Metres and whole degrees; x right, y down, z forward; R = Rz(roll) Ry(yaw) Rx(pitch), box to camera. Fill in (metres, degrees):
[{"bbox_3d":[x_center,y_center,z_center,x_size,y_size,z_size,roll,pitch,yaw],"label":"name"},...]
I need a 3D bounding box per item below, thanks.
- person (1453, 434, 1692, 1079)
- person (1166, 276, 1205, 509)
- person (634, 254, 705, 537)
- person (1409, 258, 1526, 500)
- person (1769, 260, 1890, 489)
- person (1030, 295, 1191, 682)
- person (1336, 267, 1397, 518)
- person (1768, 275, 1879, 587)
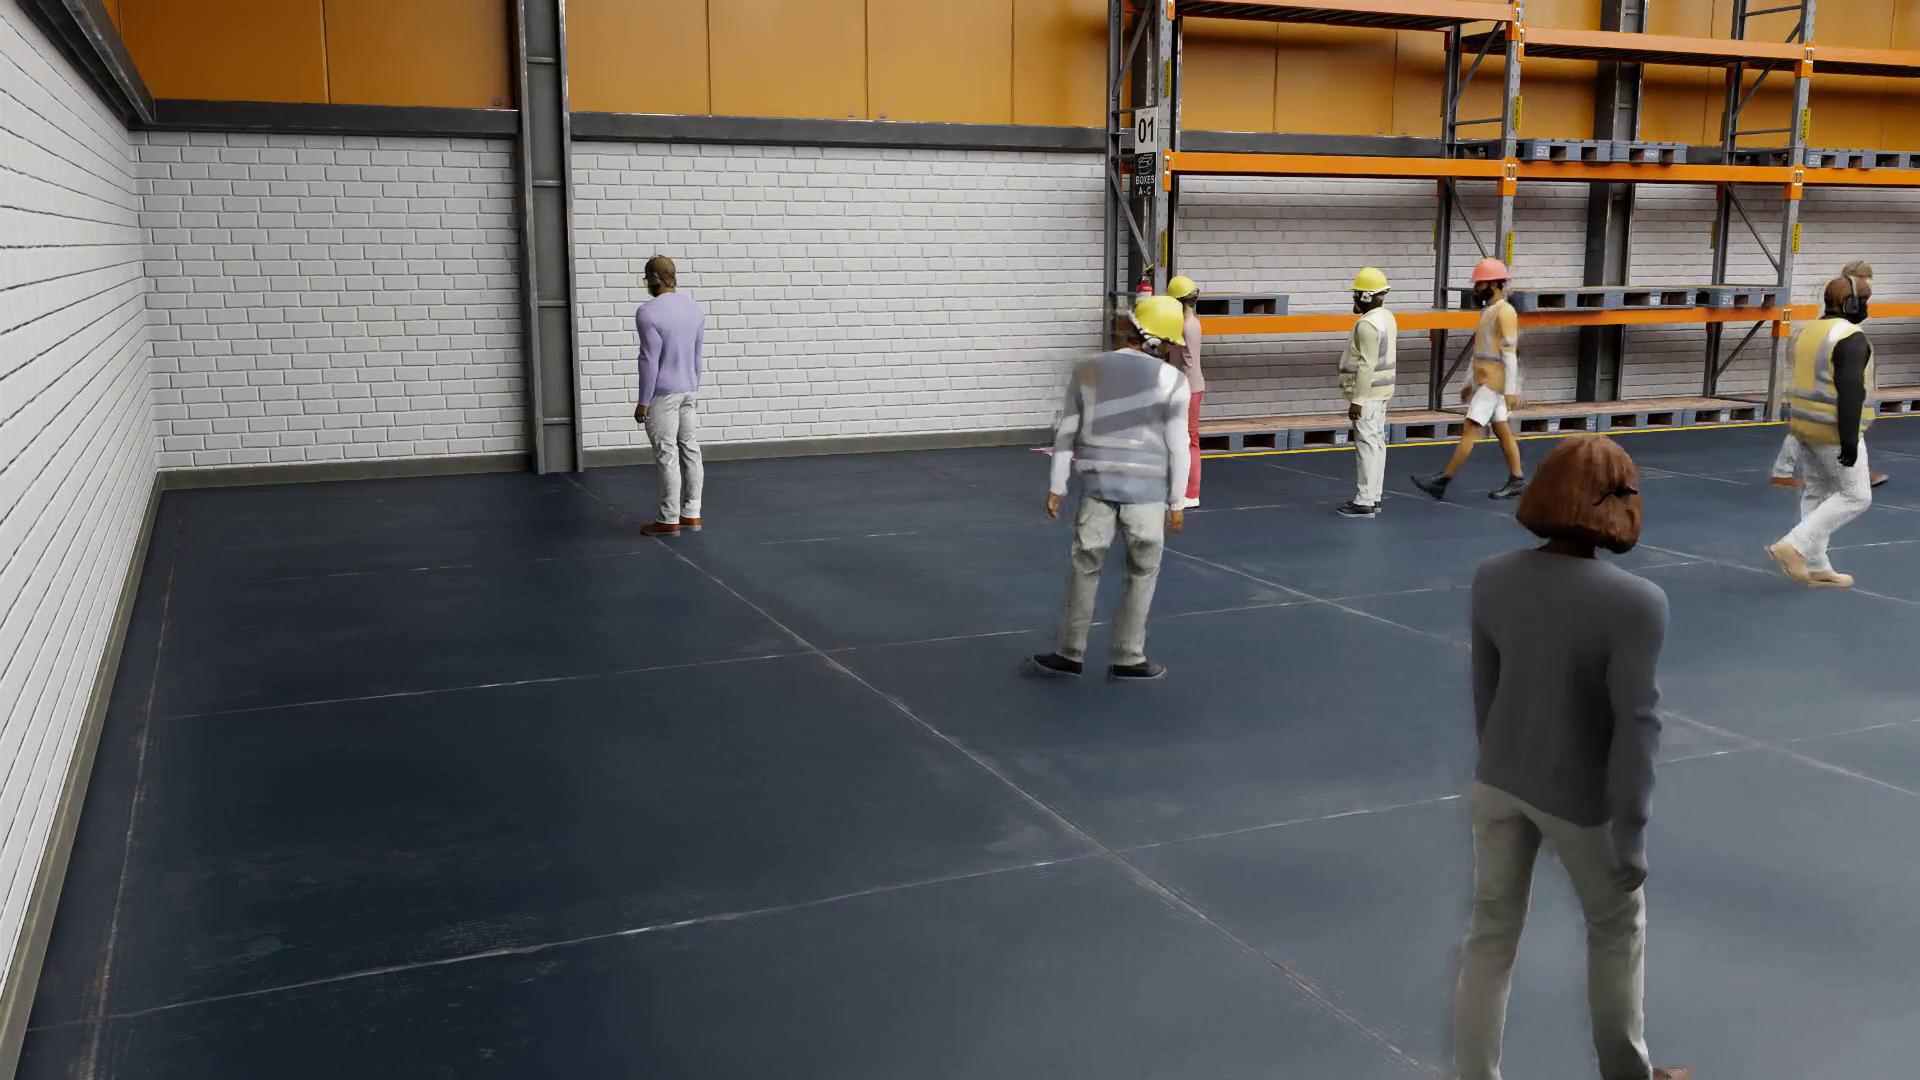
[{"bbox_3d":[1.397,0.560,3.719,0.740,1.600,0.527,-7,12,-33],"label":"person"},{"bbox_3d":[1.697,-1.115,12.658,0.327,1.761,0.522,2,10,9],"label":"person"},{"bbox_3d":[-2.009,-0.988,11.464,0.372,1.934,0.627,6,12,29],"label":"person"},{"bbox_3d":[4.020,-1.234,12.968,0.991,1.882,0.557,1,10,5],"label":"person"},{"bbox_3d":[7.046,-1.300,13.382,0.867,1.871,0.675,5,12,28],"label":"person"},{"bbox_3d":[0.696,-0.229,7.673,0.740,1.785,0.417,4,11,21],"label":"person"},{"bbox_3d":[2.992,-1.081,12.263,0.403,1.834,0.587,5,11,27],"label":"person"},{"bbox_3d":[5.024,-0.609,9.638,0.468,1.828,0.656,1,10,3],"label":"person"}]
